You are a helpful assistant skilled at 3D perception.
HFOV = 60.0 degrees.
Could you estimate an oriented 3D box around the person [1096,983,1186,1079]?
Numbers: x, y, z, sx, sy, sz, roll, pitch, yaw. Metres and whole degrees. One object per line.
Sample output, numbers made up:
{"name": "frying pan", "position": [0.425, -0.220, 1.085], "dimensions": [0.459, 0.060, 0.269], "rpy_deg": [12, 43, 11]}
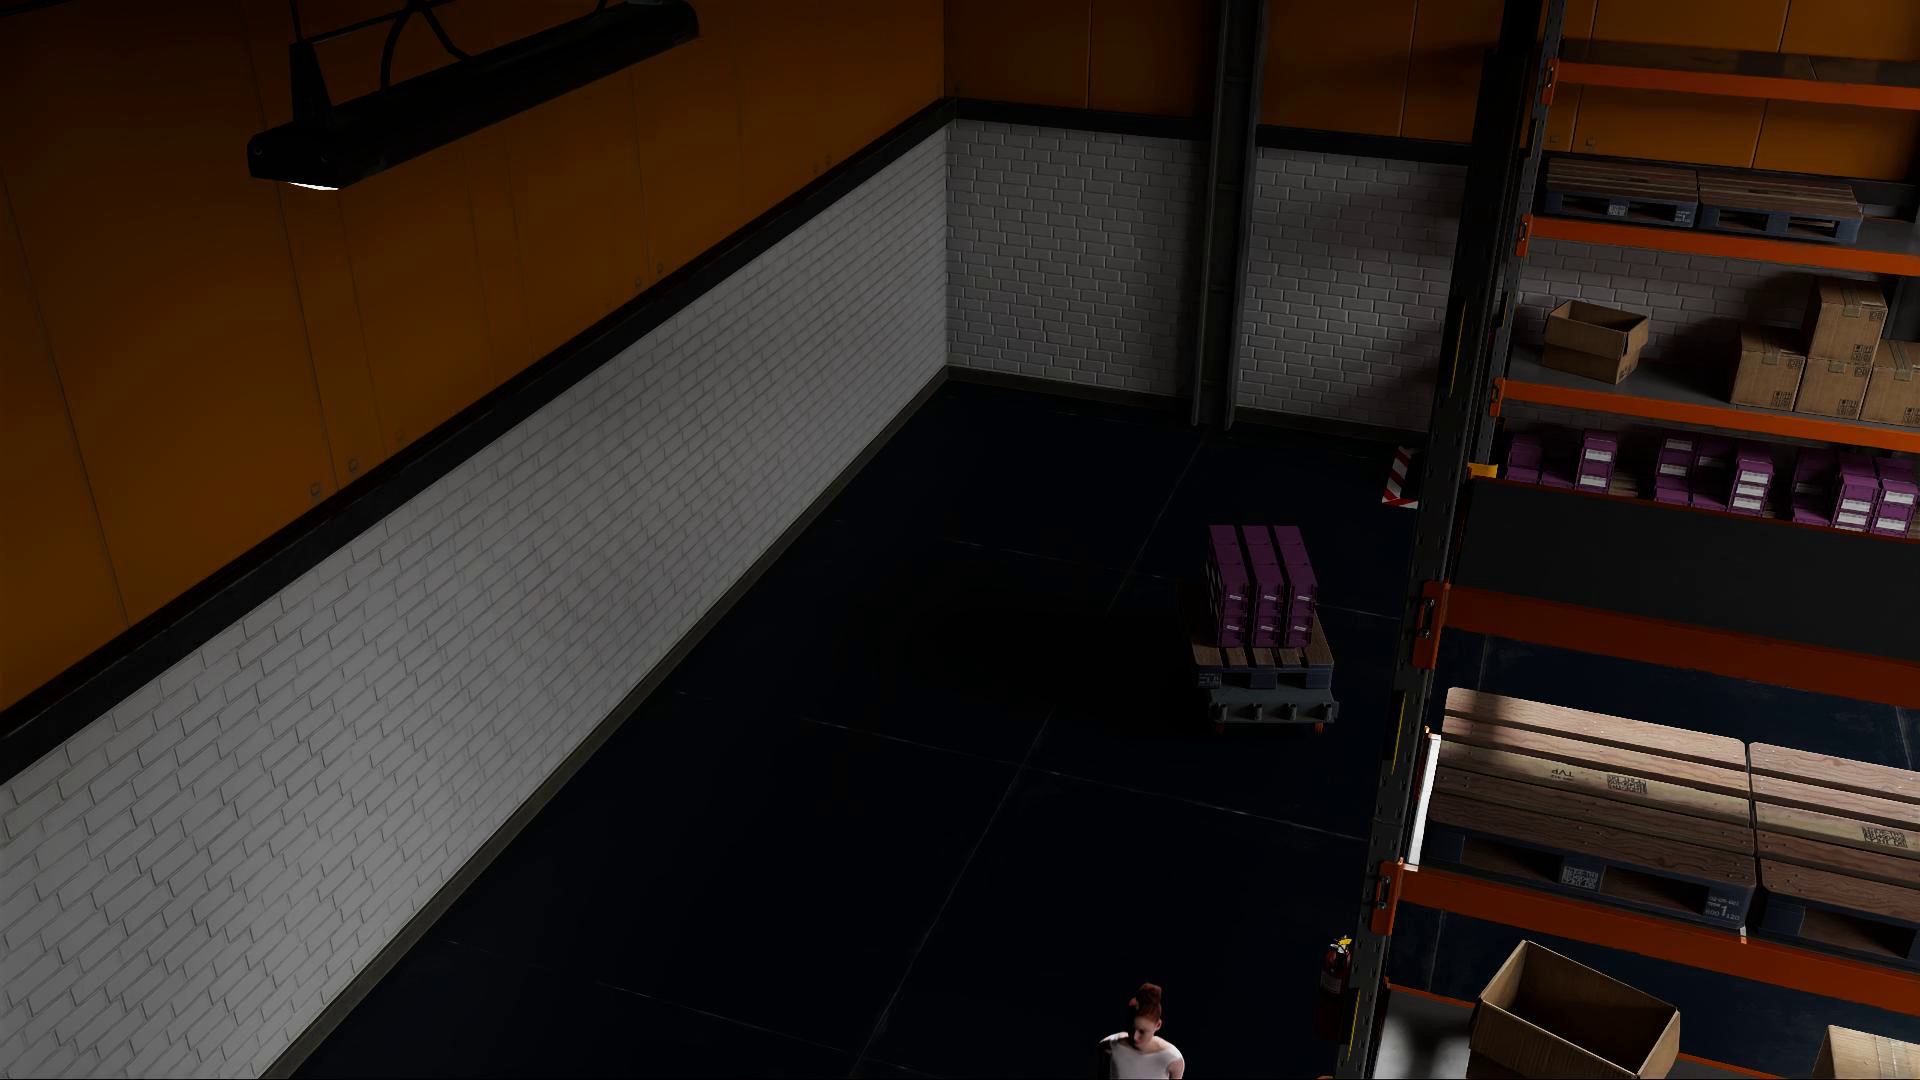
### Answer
{"name": "person", "position": [0.837, 2.809, 7.899], "dimensions": [0.428, 1.793, 0.638], "rpy_deg": [9, 30, 16]}
